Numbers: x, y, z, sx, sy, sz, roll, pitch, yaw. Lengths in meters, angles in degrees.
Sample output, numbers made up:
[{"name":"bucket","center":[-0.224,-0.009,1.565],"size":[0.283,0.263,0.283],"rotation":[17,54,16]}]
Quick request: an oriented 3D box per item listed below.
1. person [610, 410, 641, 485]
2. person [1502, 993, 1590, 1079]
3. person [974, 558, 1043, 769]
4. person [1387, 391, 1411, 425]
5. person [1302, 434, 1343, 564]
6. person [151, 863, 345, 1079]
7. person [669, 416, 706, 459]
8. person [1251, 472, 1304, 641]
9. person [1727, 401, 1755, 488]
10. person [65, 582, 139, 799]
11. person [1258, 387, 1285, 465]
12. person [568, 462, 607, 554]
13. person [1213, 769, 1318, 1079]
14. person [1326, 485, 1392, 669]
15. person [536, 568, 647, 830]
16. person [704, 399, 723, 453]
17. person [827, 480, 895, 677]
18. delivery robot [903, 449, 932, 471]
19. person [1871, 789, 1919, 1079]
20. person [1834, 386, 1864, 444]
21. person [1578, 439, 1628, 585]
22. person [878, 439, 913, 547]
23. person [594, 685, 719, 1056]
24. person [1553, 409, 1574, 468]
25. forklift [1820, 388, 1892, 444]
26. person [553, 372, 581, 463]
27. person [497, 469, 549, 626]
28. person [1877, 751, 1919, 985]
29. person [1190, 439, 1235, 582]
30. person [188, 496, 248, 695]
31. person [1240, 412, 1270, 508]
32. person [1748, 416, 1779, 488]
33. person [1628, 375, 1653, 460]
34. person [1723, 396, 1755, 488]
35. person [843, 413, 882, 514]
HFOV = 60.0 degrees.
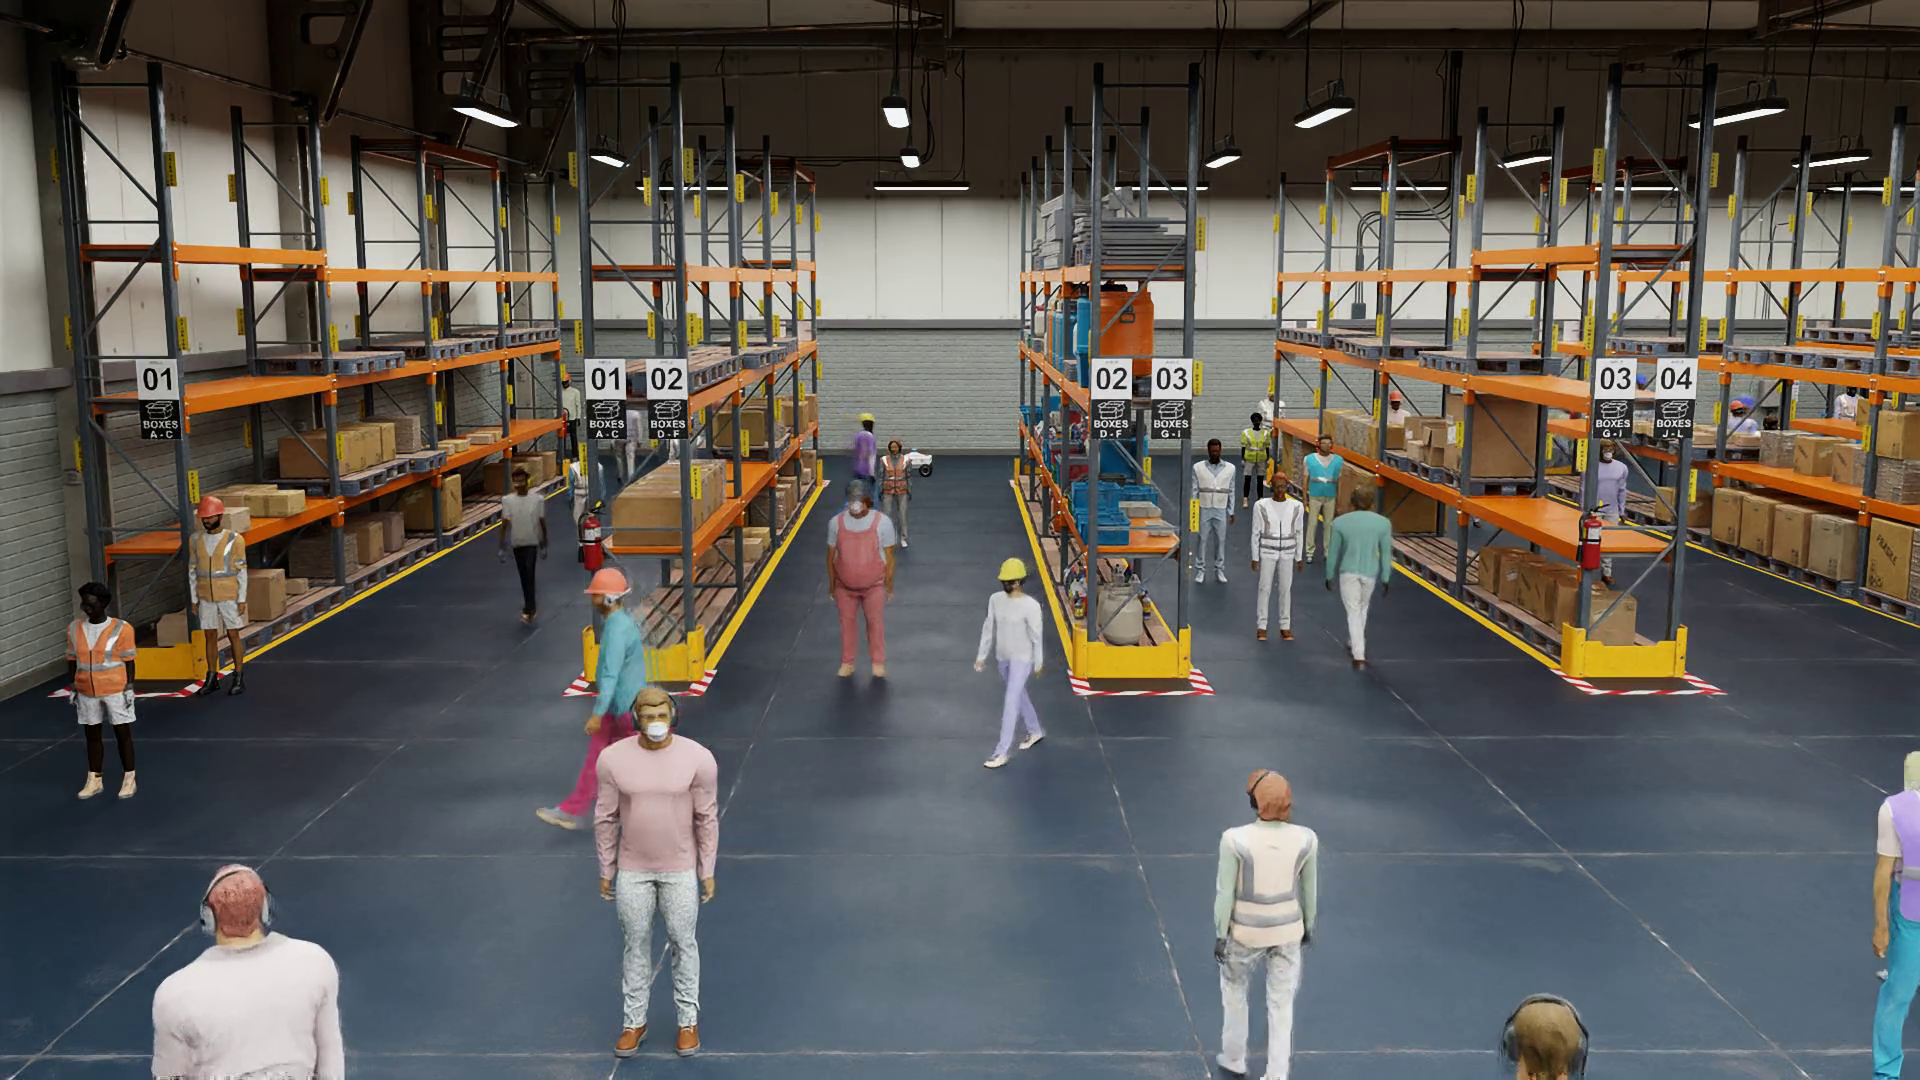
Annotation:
[{"name":"person","center":[-6.575,-1.974,32.681],"size":[0.619,1.783,0.954],"rotation":[-3,9,-16]},{"name":"person","center":[1.723,2.264,5.066],"size":[0.655,1.882,1.005],"rotation":[3,9,18]},{"name":"person","center":[0.460,0.982,13.872],"size":[0.536,1.722,0.917],"rotation":[8,12,43]},{"name":"person","center":[7.933,-1.734,30.443],"size":[0.622,1.994,0.381],"rotation":[0,9,-1]},{"name":"person","center":[5.119,-0.586,23.520],"size":[0.571,1.849,0.382],"rotation":[0,9,-1]},{"name":"person","center":[-2.601,2.109,6.079],"size":[0.645,1.893,0.421],"rotation":[-8,12,-42]},{"name":"person","center":[-4.216,-0.991,25.814],"size":[0.615,1.947,0.388],"rotation":[0,9,-1]},{"name":"person","center":[3.519,0.185,18.457],"size":[0.584,1.882,0.349],"rotation":[0,9,-1]},{"name":"person","center":[13.737,-1.513,29.407],"size":[0.561,1.871,0.809],"rotation":[4,10,24]},{"name":"person","center":[-6.605,1.157,12.808],"size":[0.540,1.696,0.316],"rotation":[0,9,-1]},{"name":"person","center":[6.511,-2.326,34.774],"size":[0.600,1.832,0.404],"rotation":[0,9,-1]},{"name":"person","center":[-5.378,-0.553,24.015],"size":[0.555,1.618,0.488],"rotation":[-2,9,-11]},{"name":"person","center":[1.478,1.908,8.190],"size":[0.548,1.617,0.610],"rotation":[-1,9,-8]},{"name":"person","center":[4.137,0.367,17.294],"size":[0.644,1.891,1.005],"rotation":[0,9,-1]},{"name":"person","center":[-2.513,1.173,11.890],"size":[1.047,1.940,0.615],"rotation":[-3,9,-17]},{"name":"person","center":[-5.066,-2.339,34.372],"size":[0.648,1.981,0.628],"rotation":[-6,11,-35]},{"name":"person","center":[-1.000,0.378,16.714],"size":[0.707,2.000,0.579],"rotation":[1,9,6]},{"name":"delivery robot","center":[-0.936,-1.622,34.038],"size":[0.707,0.478,0.477],"rotation":[0,9,0]},{"name":"person","center":[4.654,1.831,7.976],"size":[0.571,1.849,0.382],"rotation":[0,9,-1]},{"name":"person","center":[18.978,-2.444,35.504],"size":[0.633,1.843,0.429],"rotation":[0,9,-1]},{"name":"person","center":[8.431,-0.368,21.836],"size":[0.636,1.939,0.364],"rotation":[0,9,-1]},{"name":"person","center":[-0.973,-0.704,24.957],"size":[0.523,1.640,0.306],"rotation":[0,9,-1]},{"name":"person","center":[-1.561,1.695,8.566],"size":[0.636,1.939,0.362],"rotation":[0,9,-1]},{"name":"person","center":[12.294,-2.061,33.802],"size":[0.512,1.610,0.612],"rotation":[-3,9,-21]},{"name":"forklift","center":[20.072,-3.110,36.462],"size":[1.873,2.768,1.129],"rotation":[0,9,0]},{"name":"person","center":[-8.656,-2.693,36.612],"size":[0.622,1.994,0.381],"rotation":[0,9,-1]},{"name":"person","center":[-5.098,0.079,19.339],"size":[0.529,1.813,0.992],"rotation":[0,9,-1]},{"name":"person","center":[5.400,1.685,9.235],"size":[0.558,1.746,0.570],"rotation":[-1,9,-5]},{"name":"person","center":[3.350,-0.393,22.065],"size":[0.597,1.918,0.383],"rotation":[0,9,-1]},{"name":"person","center":[-7.152,0.537,16.017],"size":[0.552,1.937,0.356],"rotation":[0,9,-1]},{"name":"person","center":[5.191,-1.397,29.236],"size":[0.540,1.696,0.316],"rotation":[0,9,-1]},{"name":"person","center":[12.974,-1.077,26.744],"size":[0.638,1.839,0.431],"rotation":[0,9,0]},{"name":"person","center":[15.122,-2.719,37.078],"size":[0.610,1.905,0.647],"rotation":[0,9,-2]},{"name":"person","center":[14.331,-1.677,30.392],"size":[0.621,1.891,0.985],"rotation":[-5,10,-29]},{"name":"person","center":[-1.572,-1.121,26.944],"size":[0.910,1.865,0.672],"rotation":[-6,11,-34]}]
